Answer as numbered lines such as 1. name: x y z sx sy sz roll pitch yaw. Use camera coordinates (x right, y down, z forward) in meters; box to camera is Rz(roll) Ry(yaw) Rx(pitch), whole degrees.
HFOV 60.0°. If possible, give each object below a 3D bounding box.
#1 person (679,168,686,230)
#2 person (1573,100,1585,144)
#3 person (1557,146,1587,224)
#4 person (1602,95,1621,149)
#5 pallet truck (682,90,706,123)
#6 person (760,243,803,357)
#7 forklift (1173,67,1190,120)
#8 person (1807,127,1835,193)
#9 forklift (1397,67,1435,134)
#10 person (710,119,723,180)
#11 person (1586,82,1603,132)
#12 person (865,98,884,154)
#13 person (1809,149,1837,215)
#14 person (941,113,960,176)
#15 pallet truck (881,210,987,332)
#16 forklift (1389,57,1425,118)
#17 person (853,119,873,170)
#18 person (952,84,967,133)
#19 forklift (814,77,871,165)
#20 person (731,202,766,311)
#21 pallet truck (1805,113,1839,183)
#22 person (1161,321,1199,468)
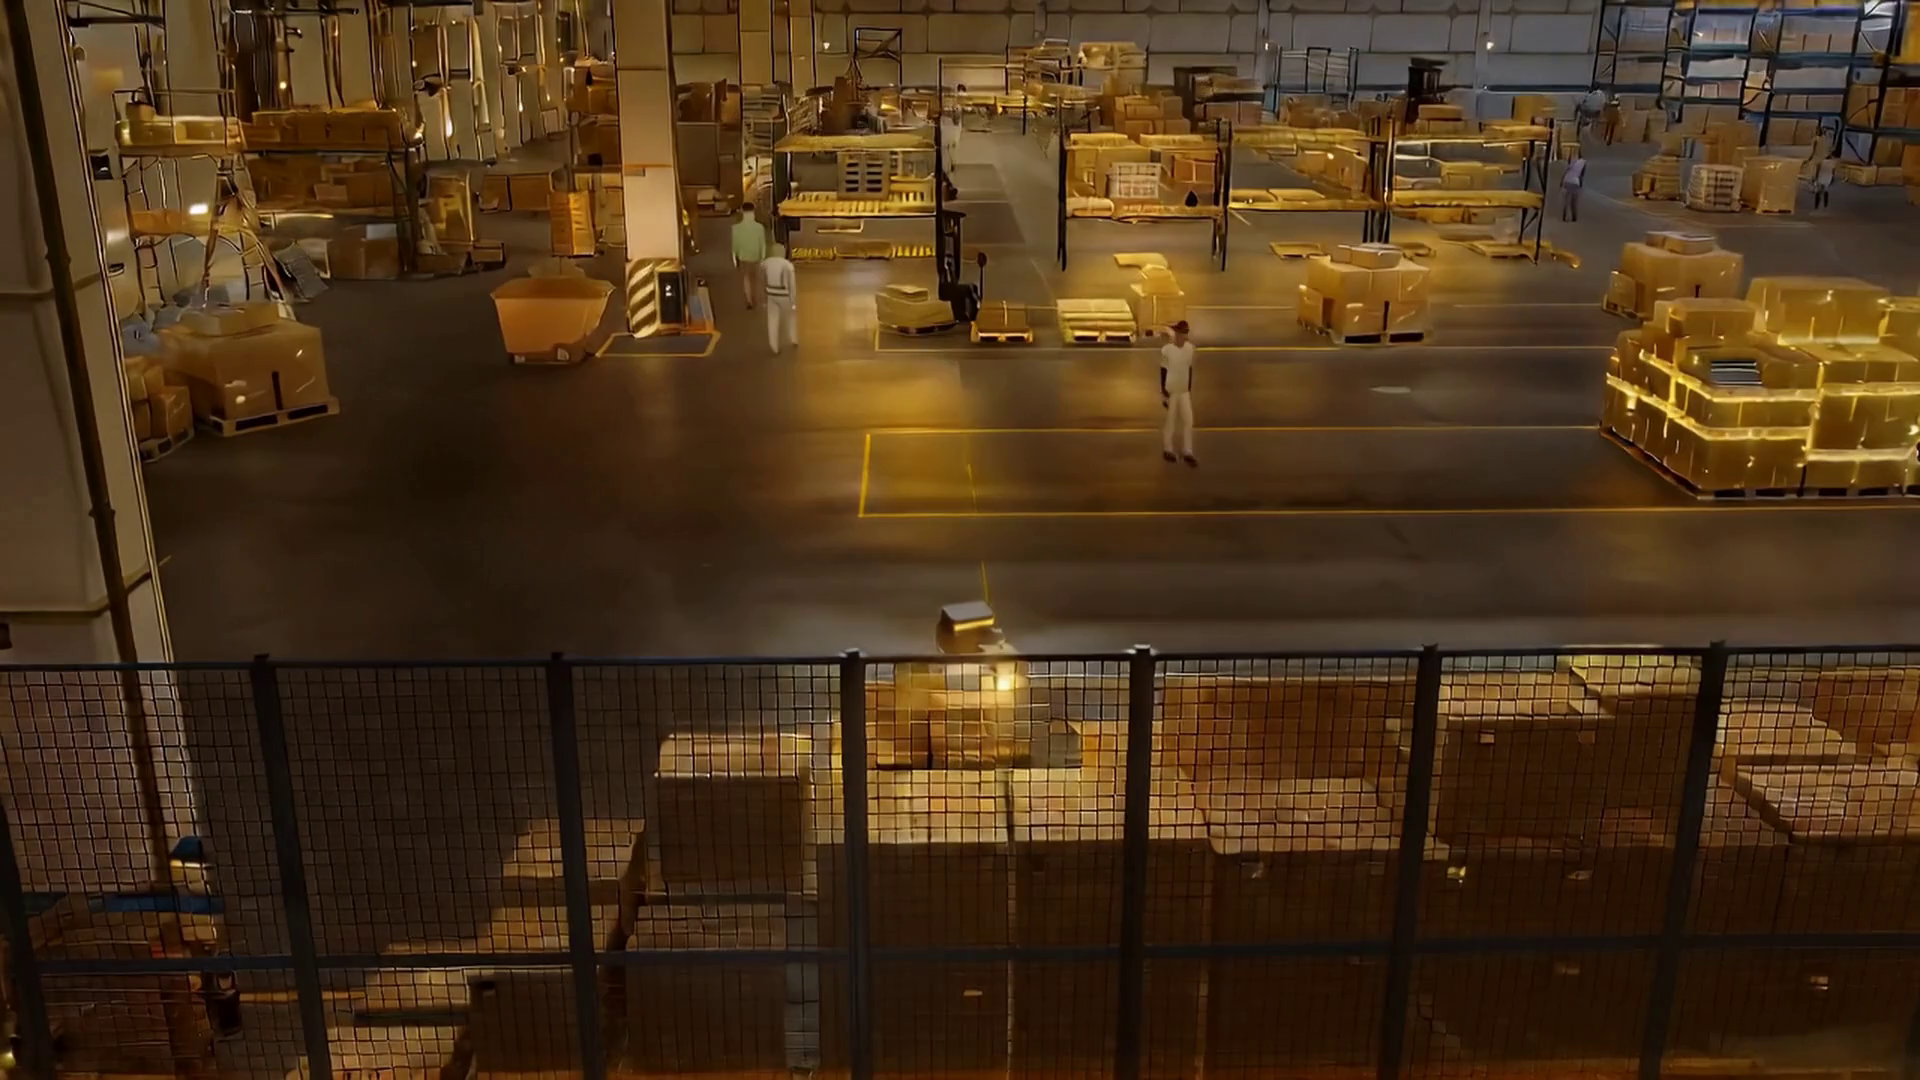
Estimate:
1. person: -6.993 -8.539 40.755 0.443 1.880 0.623 12 22 31
2. person: 22.957 -15.526 61.873 0.389 1.615 0.534 9 21 25
3. person: 15.423 -8.939 41.869 0.391 1.922 0.593 -17 25 -41
4. person: 23.682 -15.199 60.452 0.652 1.906 0.812 2 19 6
5. pallet truck: -9.671 -15.907 62.421 0.823 1.965 1.885 5 19 15
6. person: -2.896 -3.951 27.231 0.661 1.811 0.833 7 20 20
7. forklift: 8.060 -15.894 61.021 1.873 2.768 1.129 -4 19 -11
8. person: 24.766 -10.884 47.724 0.673 1.855 0.960 -1 19 -3
9. forklift: 16.955 -16.071 61.546 1.129 2.768 1.873 -1 19 -2
10. person: -7.544 -11.920 50.854 0.554 1.830 0.514 -17 25 -41
11. person: 25.719 -17.445 67.062 0.821 1.942 0.618 -10 21 -26
12. person: -3.014 -14.620 58.749 0.651 1.920 0.522 -3 19 -9
13. person: 22.520 -9.330 43.373 0.535 1.697 0.318 -1 19 -3
14. person: -0.297 -12.333 51.967 0.635 1.909 0.865 -3 19 -9
15. pallet truck: -0.493 -4.759 29.349 1.885 1.965 0.823 -13 23 -34
16. forklift: 18.821 -18.496 68.742 1.873 2.768 1.129 -1 19 -1
17. person: -3.112 -12.522 52.841 0.896 1.695 0.500 -10 21 -26
18. person: -0.003 -17.247 66.507 0.568 1.924 0.461 -4 19 -12
19. forklift: -3.904 -13.911 55.138 1.873 2.768 1.129 -1 19 -1
20. person: -3.930 -5.309 31.017 0.654 1.964 0.850 -2 19 -5
21. pallet truck: 26.403 -11.957 50.702 0.823 1.965 1.885 6 19 16
22. person: 2.755 -1.812 20.850 0.523 1.842 0.798 -6 20 -18
